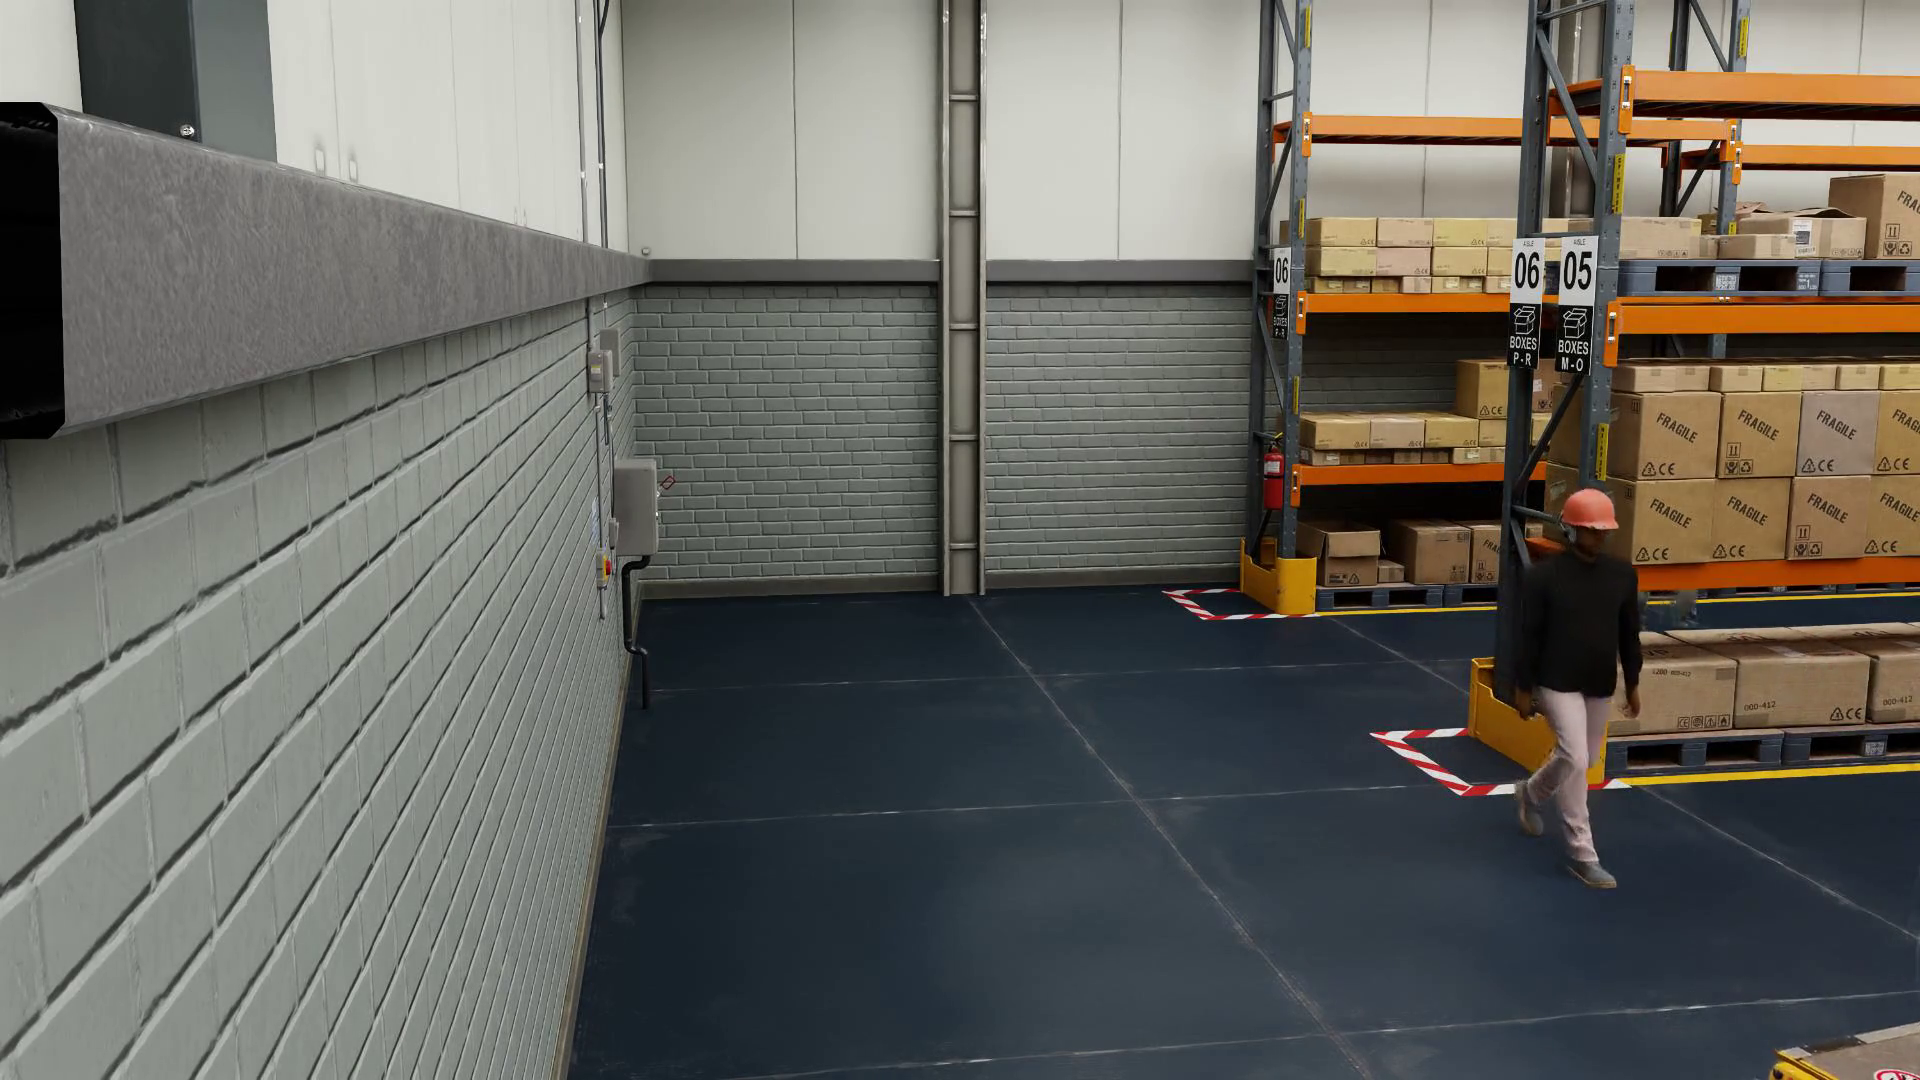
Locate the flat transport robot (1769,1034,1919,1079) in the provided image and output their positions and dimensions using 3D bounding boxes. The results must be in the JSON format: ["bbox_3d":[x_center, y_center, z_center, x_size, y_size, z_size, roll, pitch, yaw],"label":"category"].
[{"bbox_3d":[3.473,1.959,5.858,1.431,0.197,0.652,-3,10,-20],"label":"flat transport robot"}]

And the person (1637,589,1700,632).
[{"bbox_3d":[5.743,-0.063,13.289,0.816,1.906,0.644,-1,9,-4],"label":"person"}]

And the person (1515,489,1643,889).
[{"bbox_3d":[3.112,0.694,8.469,0.616,1.967,0.923,-2,9,-12],"label":"person"}]
